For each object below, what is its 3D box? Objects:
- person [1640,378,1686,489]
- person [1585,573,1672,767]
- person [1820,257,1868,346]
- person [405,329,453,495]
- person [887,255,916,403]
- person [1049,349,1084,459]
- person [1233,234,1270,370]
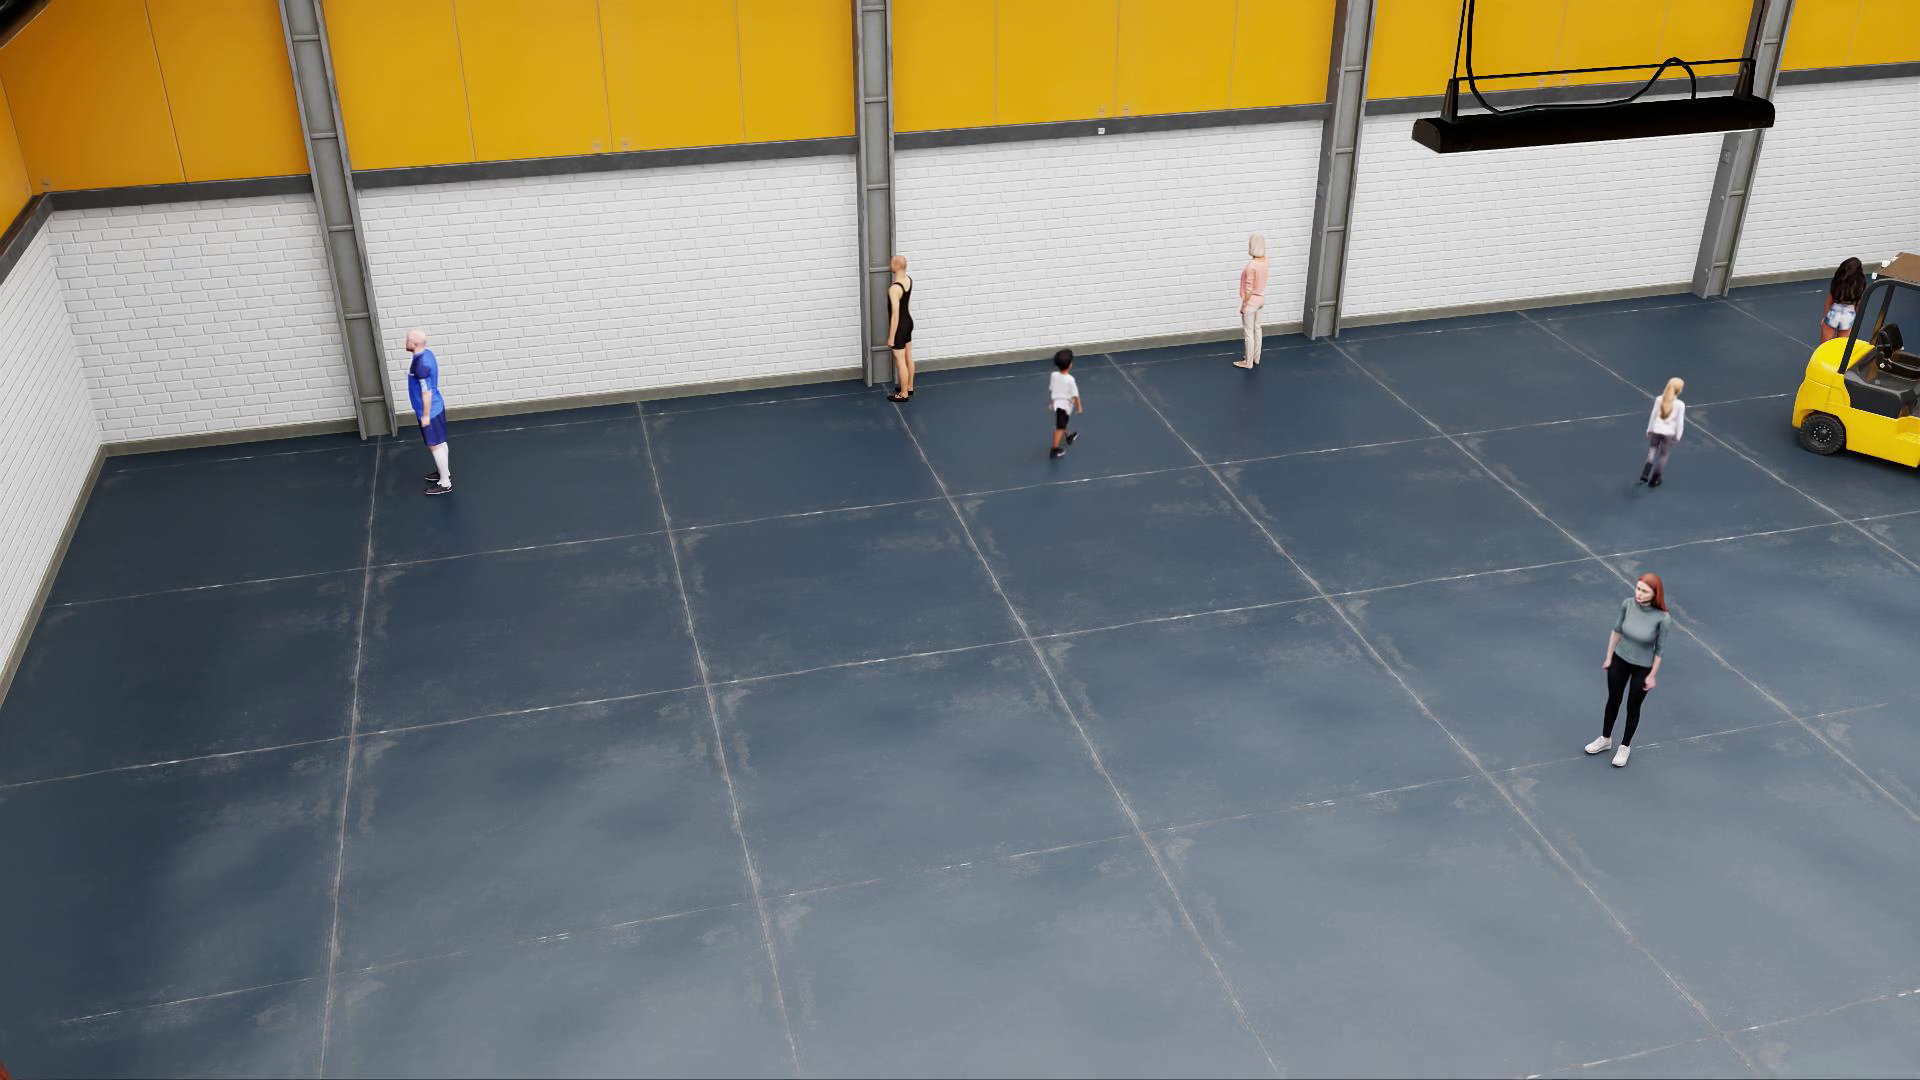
[{"bbox_3d":[7.541,-1.138,17.899,0.608,1.270,0.659,25,37,37],"label":"person"},{"bbox_3d":[5.429,1.033,13.427,0.663,1.742,0.663,-22,36,-35],"label":"person"},{"bbox_3d":[10.749,-2.670,20.336,0.645,1.626,0.721,10,30,18],"label":"person"},{"bbox_3d":[-5.679,-1.398,17.778,0.554,1.842,0.662,-7,29,-12],"label":"person"},{"bbox_3d":[-0.696,-2.533,19.887,0.736,1.816,0.717,11,30,19],"label":"person"},{"bbox_3d":[1.115,-1.499,18.599,0.749,1.232,0.882,25,37,38],"label":"person"},{"bbox_3d":[3.672,-3.000,20.836,0.743,1.725,0.653,21,35,33],"label":"person"}]
